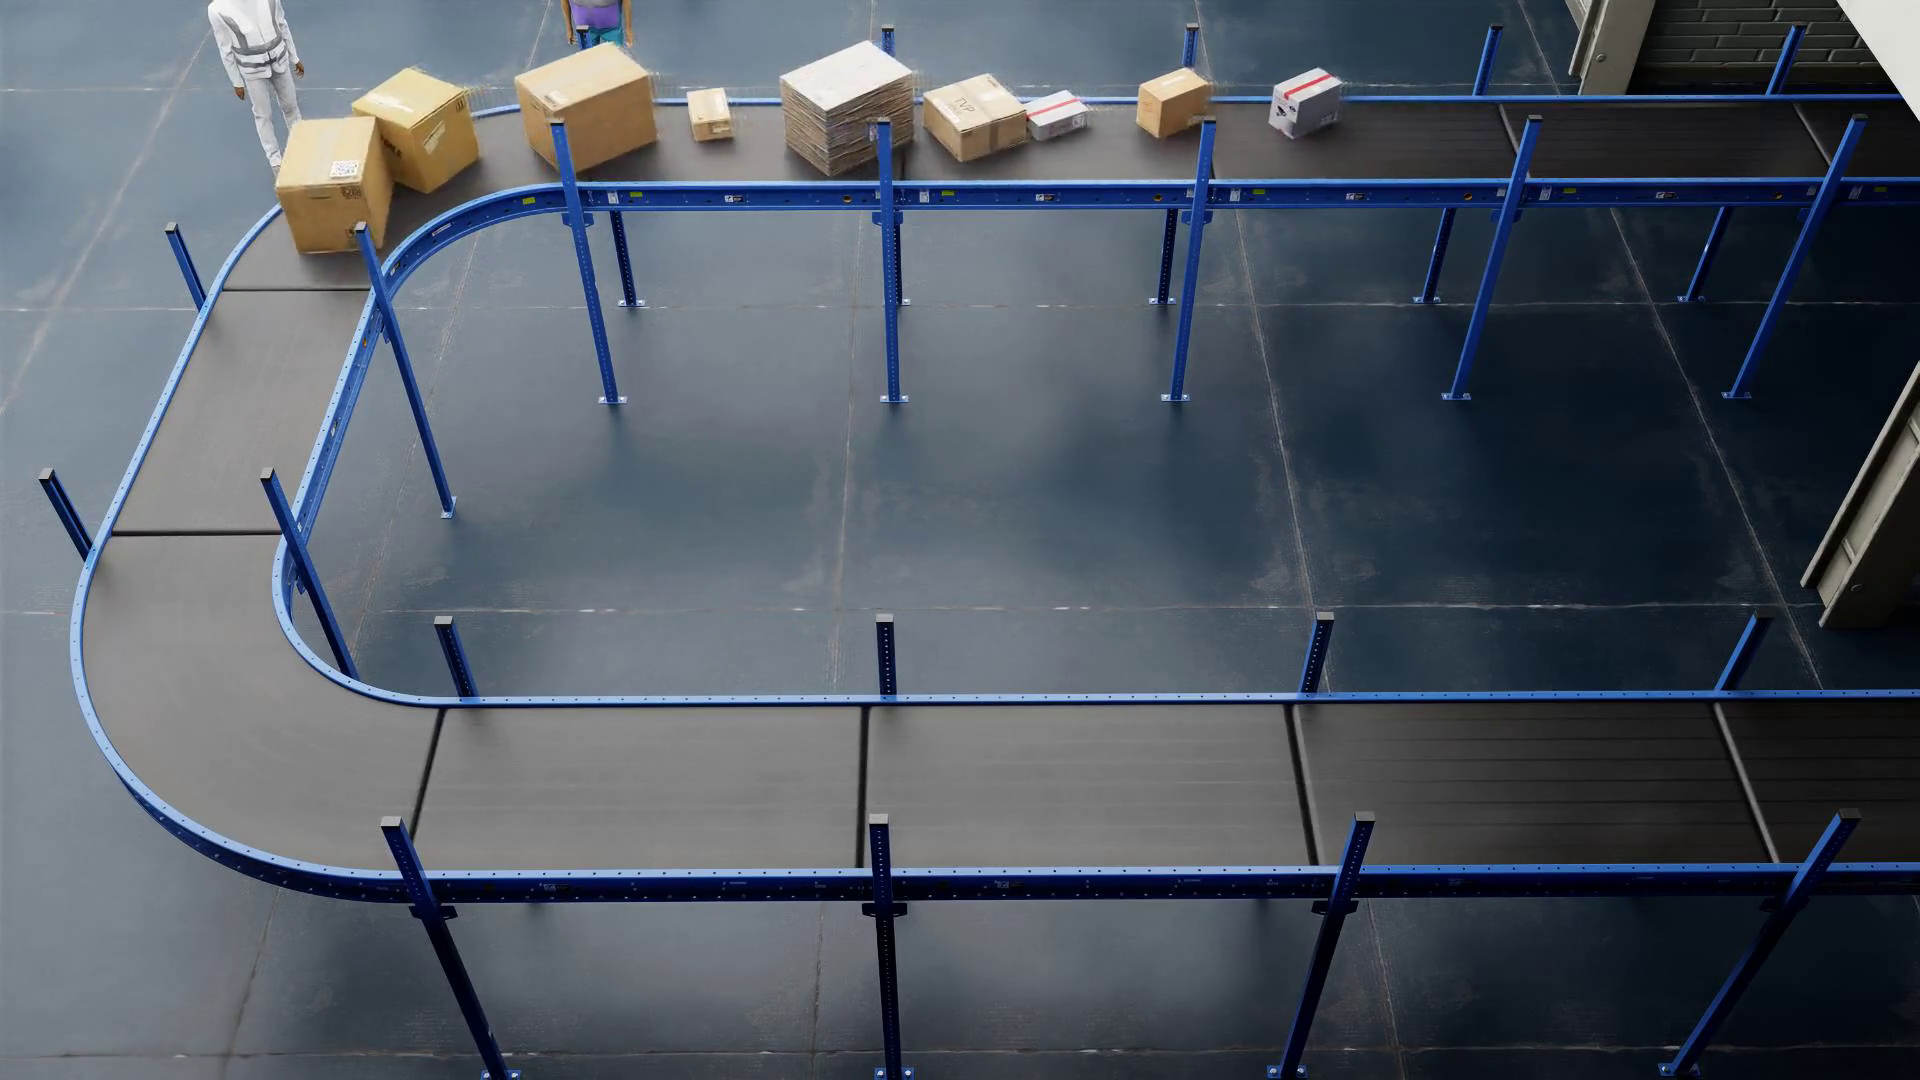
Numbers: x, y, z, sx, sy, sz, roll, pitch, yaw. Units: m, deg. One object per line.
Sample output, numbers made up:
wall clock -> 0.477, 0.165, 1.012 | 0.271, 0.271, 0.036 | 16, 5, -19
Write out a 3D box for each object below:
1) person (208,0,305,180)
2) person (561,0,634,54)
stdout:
person -> -5.433, -3.691, 13.435 | 0.584, 1.881, 0.337 | -36, 57, -29
person -> -2.918, -4.179, 13.916 | 0.564, 1.846, 0.390 | -1, 47, -1
